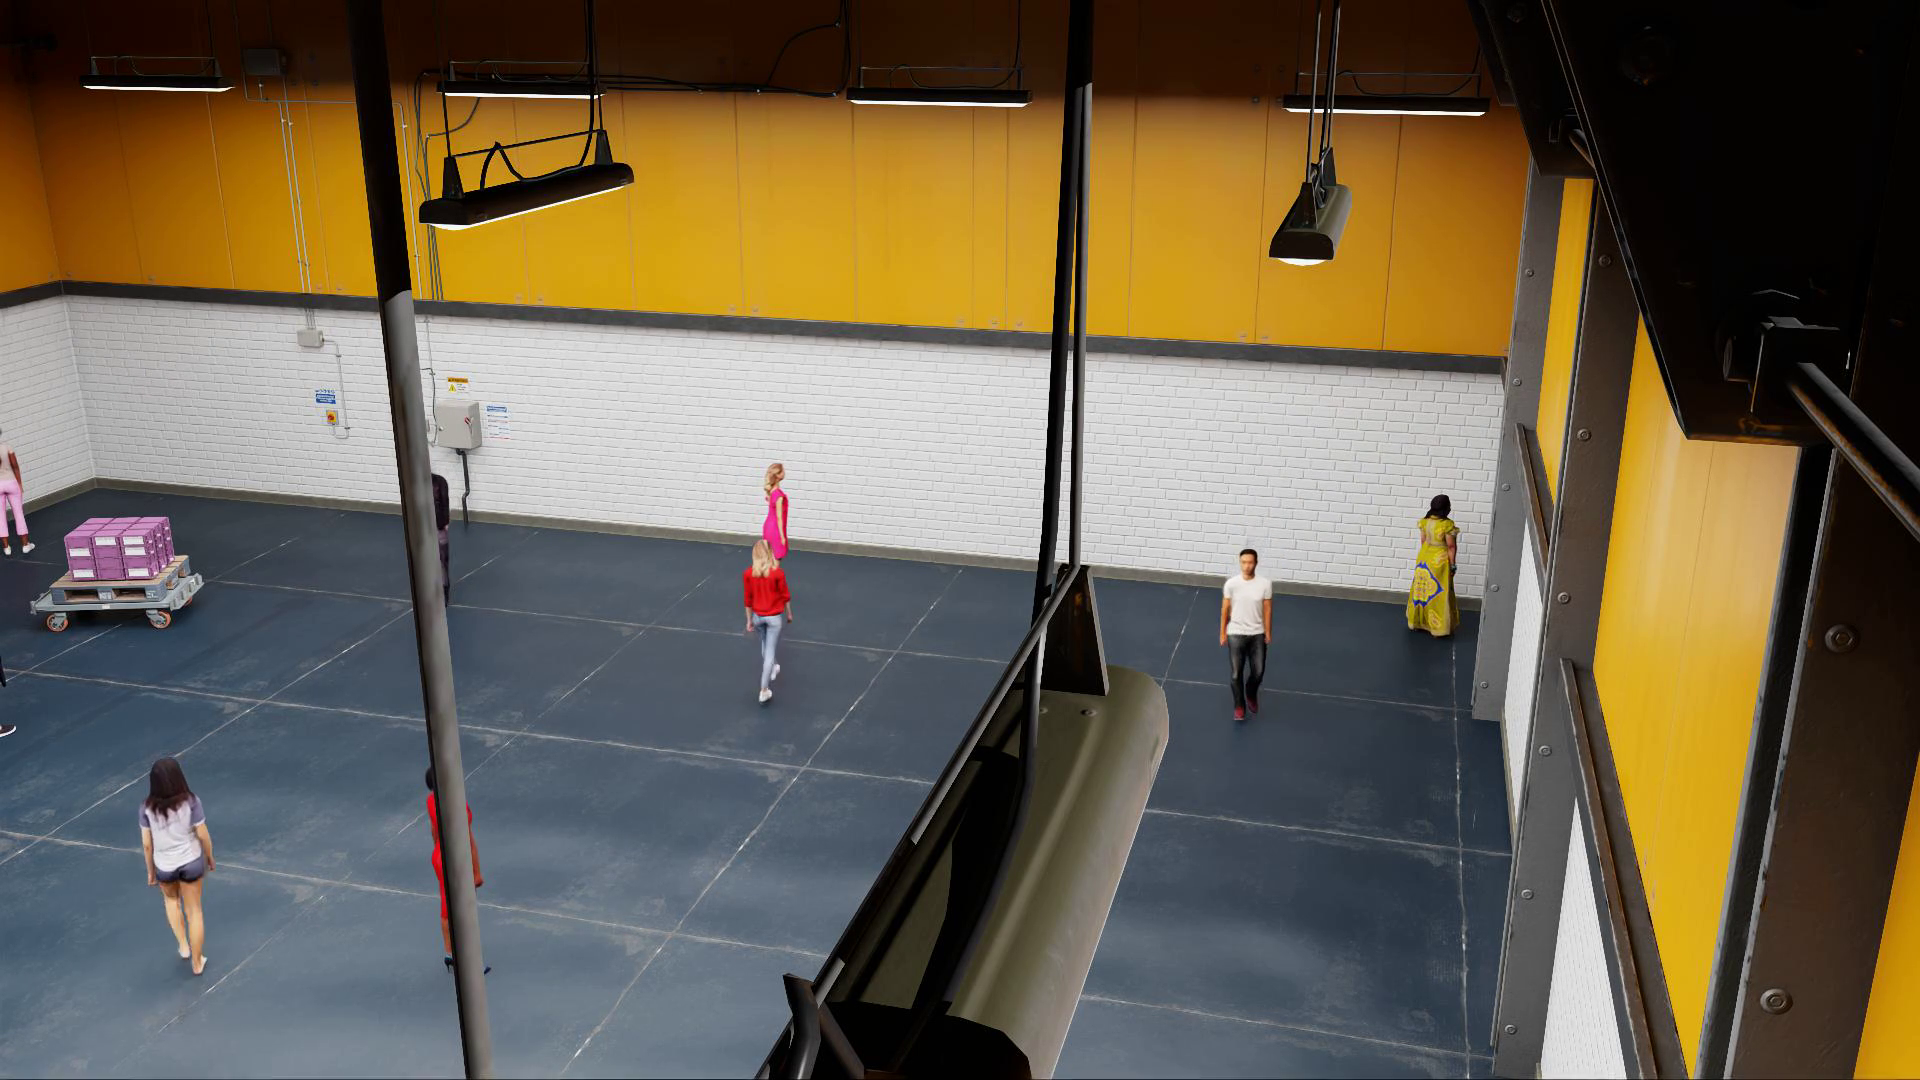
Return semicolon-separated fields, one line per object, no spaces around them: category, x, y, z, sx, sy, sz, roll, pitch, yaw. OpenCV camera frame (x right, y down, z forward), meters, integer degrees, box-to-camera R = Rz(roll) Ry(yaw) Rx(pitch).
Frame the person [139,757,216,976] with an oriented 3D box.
person;-5.775;2.444;12.277;0.731;1.720;0.777;-6;20;-18

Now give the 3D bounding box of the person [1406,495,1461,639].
person;5.385;0.278;18.802;1.036;1.660;1.000;-13;23;-34

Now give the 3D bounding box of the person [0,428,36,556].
person;-12.348;-0.671;21.487;0.655;1.745;0.686;-7;20;-20

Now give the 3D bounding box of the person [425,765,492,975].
person;-3.739;2.426;12.294;0.627;1.743;0.600;12;22;32

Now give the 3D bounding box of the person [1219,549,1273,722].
person;2.880;0.914;16.701;0.706;1.796;0.686;2;19;6

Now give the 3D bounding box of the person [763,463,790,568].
person;-2.219;-0.088;19.800;0.730;1.716;0.646;-6;20;-18

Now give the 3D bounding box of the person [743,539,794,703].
person;-1.983;0.851;17.095;0.626;1.664;1.044;4;19;12
